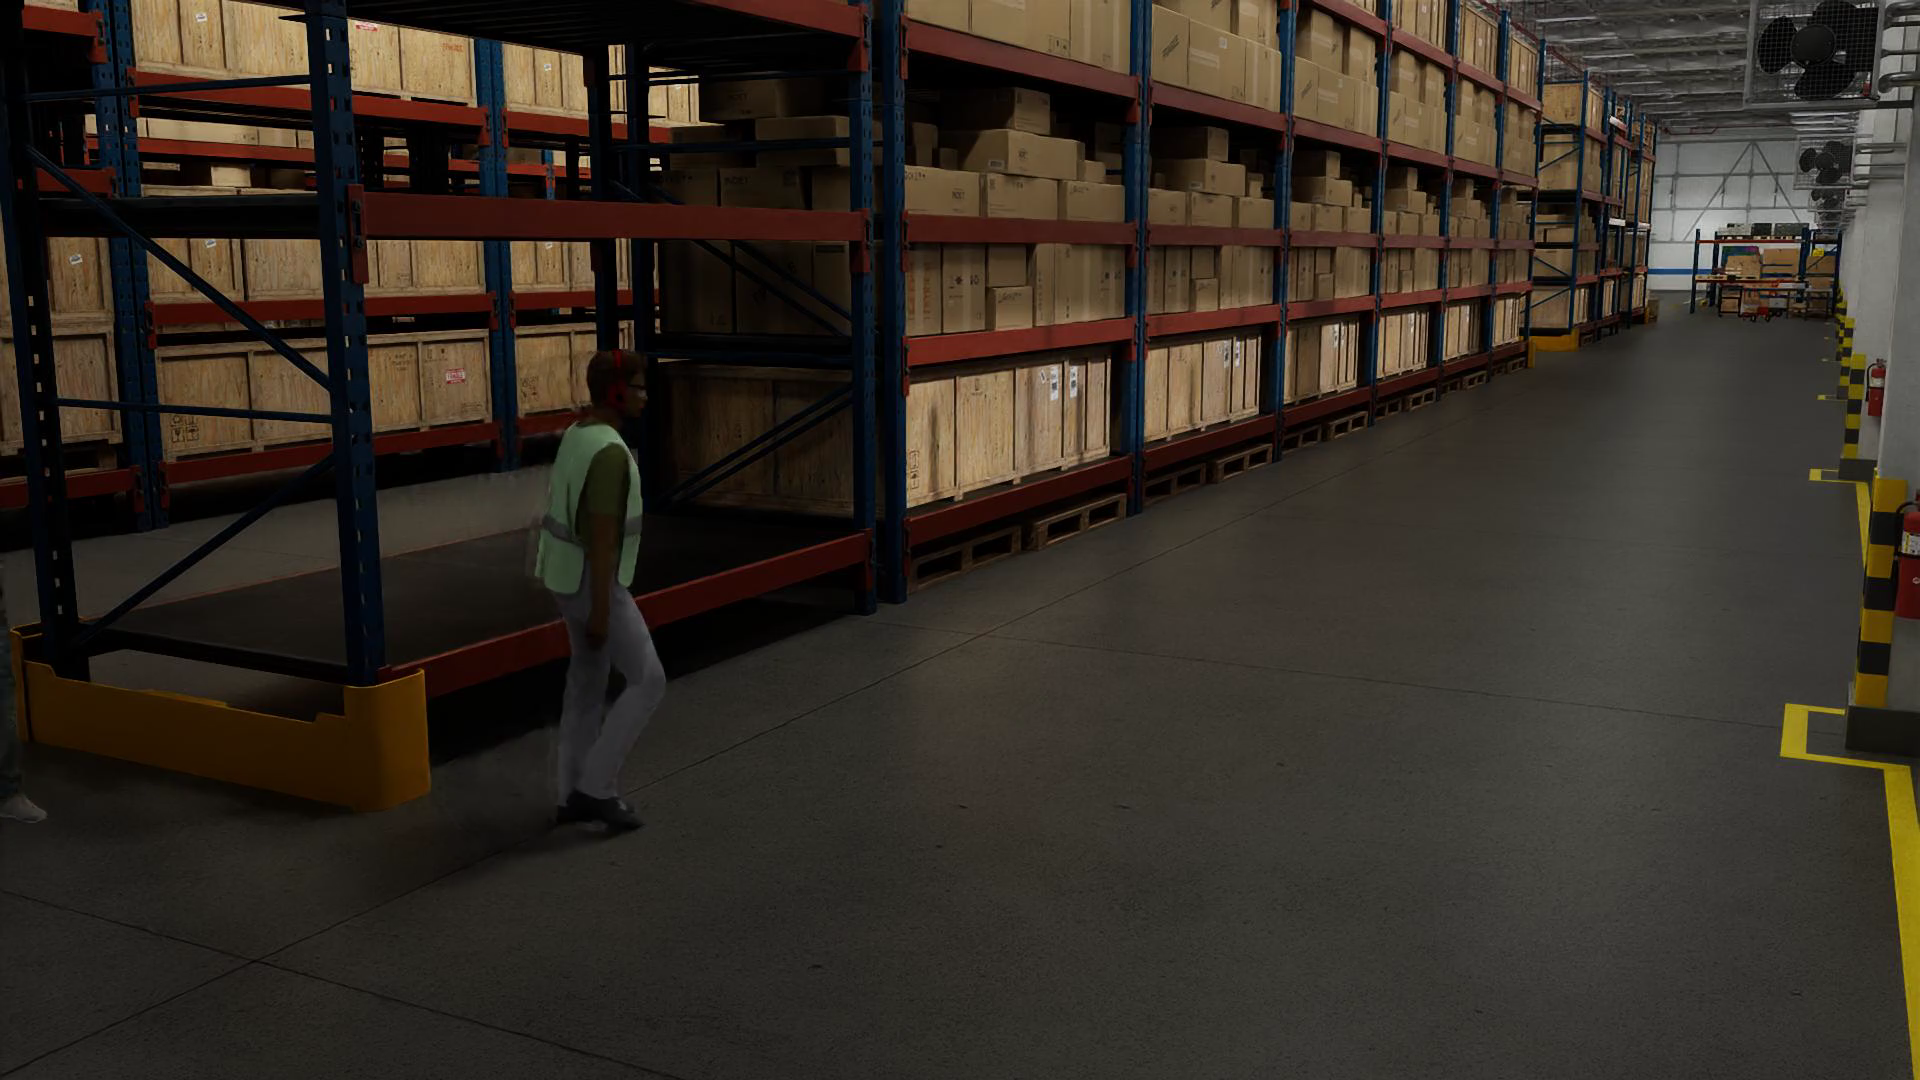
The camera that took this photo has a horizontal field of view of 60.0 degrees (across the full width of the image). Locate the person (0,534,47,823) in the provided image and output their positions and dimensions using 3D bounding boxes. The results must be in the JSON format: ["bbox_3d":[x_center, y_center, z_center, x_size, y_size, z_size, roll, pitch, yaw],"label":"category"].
[{"bbox_3d":[-3.916,0.225,6.383,0.775,1.717,0.487,5,11,26],"label":"person"}]

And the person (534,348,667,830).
[{"bbox_3d":[-1.355,0.196,6.271,0.455,1.826,0.568,-5,11,-27],"label":"person"}]
